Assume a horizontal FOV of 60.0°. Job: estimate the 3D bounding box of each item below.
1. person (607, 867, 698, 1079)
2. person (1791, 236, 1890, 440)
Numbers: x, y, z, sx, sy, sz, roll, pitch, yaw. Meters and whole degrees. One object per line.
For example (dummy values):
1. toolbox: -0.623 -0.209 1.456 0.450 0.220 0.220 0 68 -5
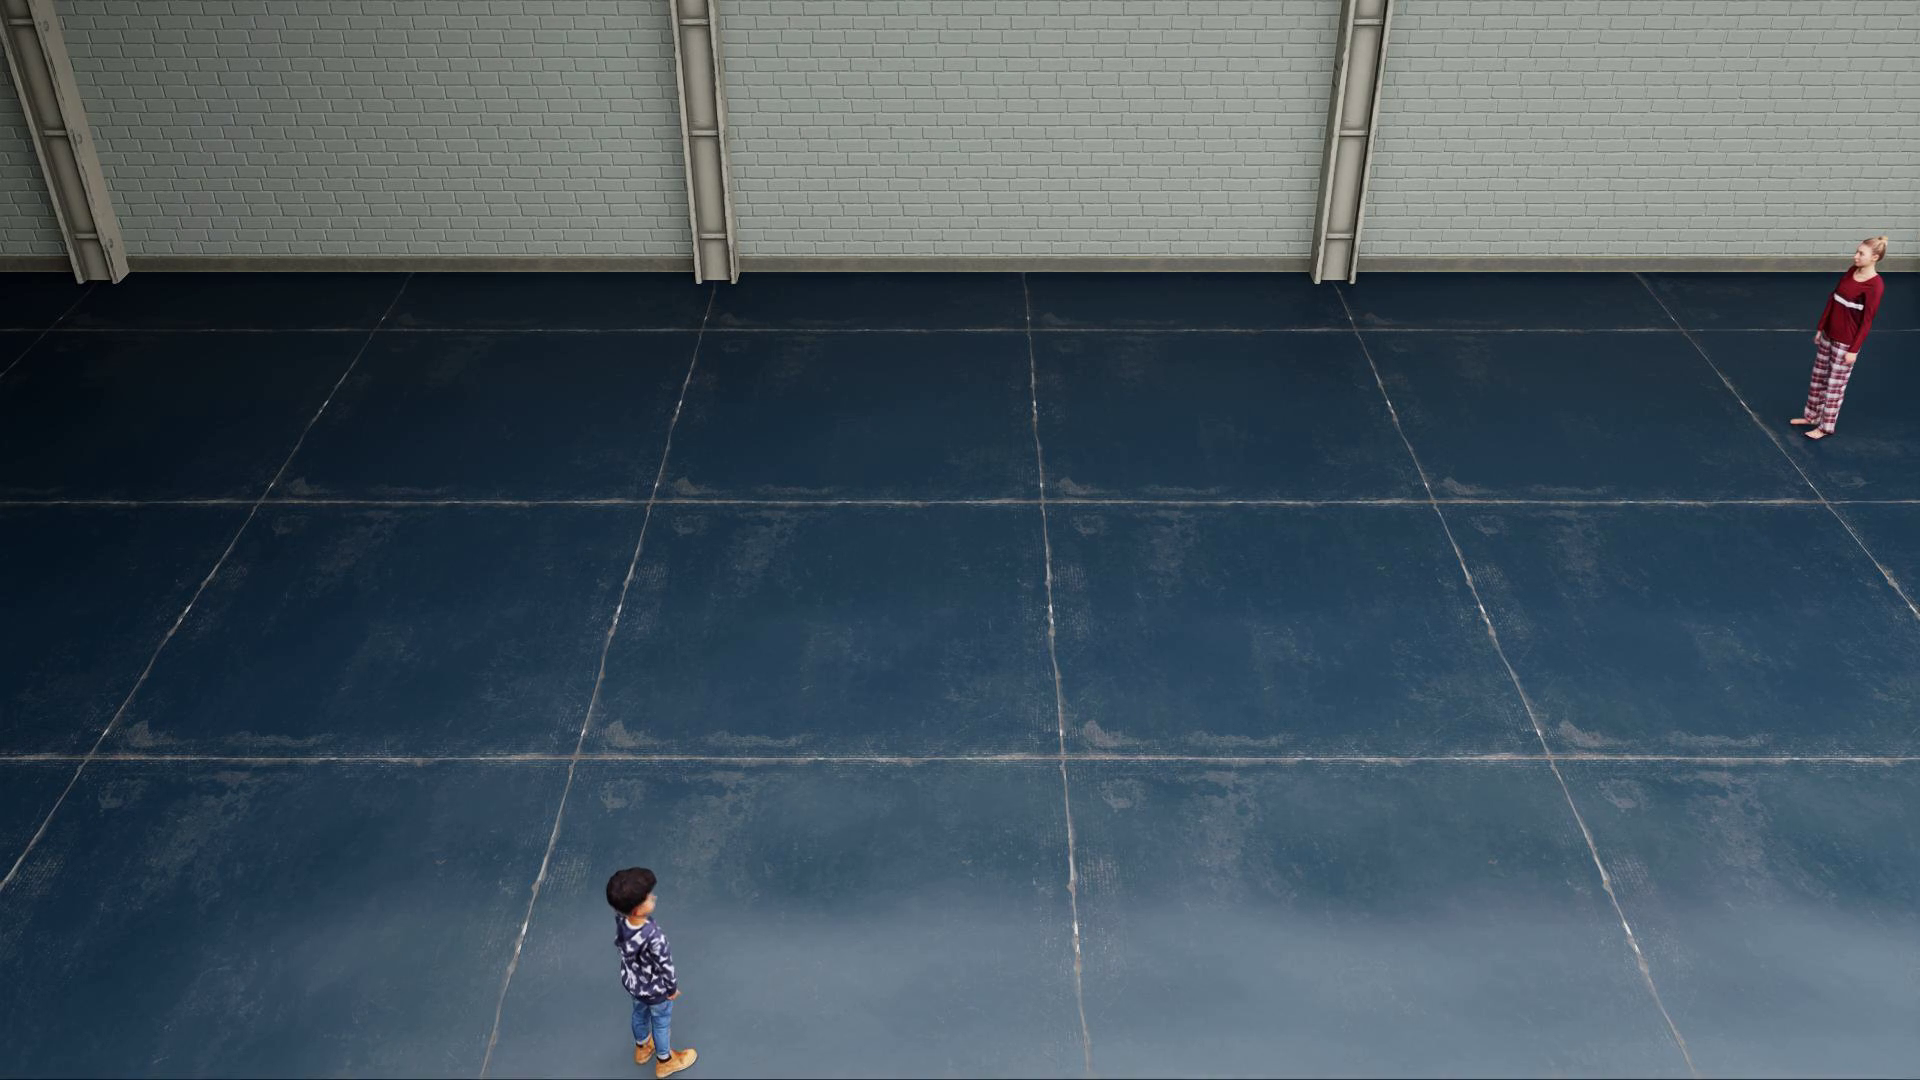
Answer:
1. person: -1.499 2.066 7.964 0.564 1.251 0.633 25 41 33
2. person: 7.015 -1.617 13.218 0.564 1.698 0.650 -6 34 -9
